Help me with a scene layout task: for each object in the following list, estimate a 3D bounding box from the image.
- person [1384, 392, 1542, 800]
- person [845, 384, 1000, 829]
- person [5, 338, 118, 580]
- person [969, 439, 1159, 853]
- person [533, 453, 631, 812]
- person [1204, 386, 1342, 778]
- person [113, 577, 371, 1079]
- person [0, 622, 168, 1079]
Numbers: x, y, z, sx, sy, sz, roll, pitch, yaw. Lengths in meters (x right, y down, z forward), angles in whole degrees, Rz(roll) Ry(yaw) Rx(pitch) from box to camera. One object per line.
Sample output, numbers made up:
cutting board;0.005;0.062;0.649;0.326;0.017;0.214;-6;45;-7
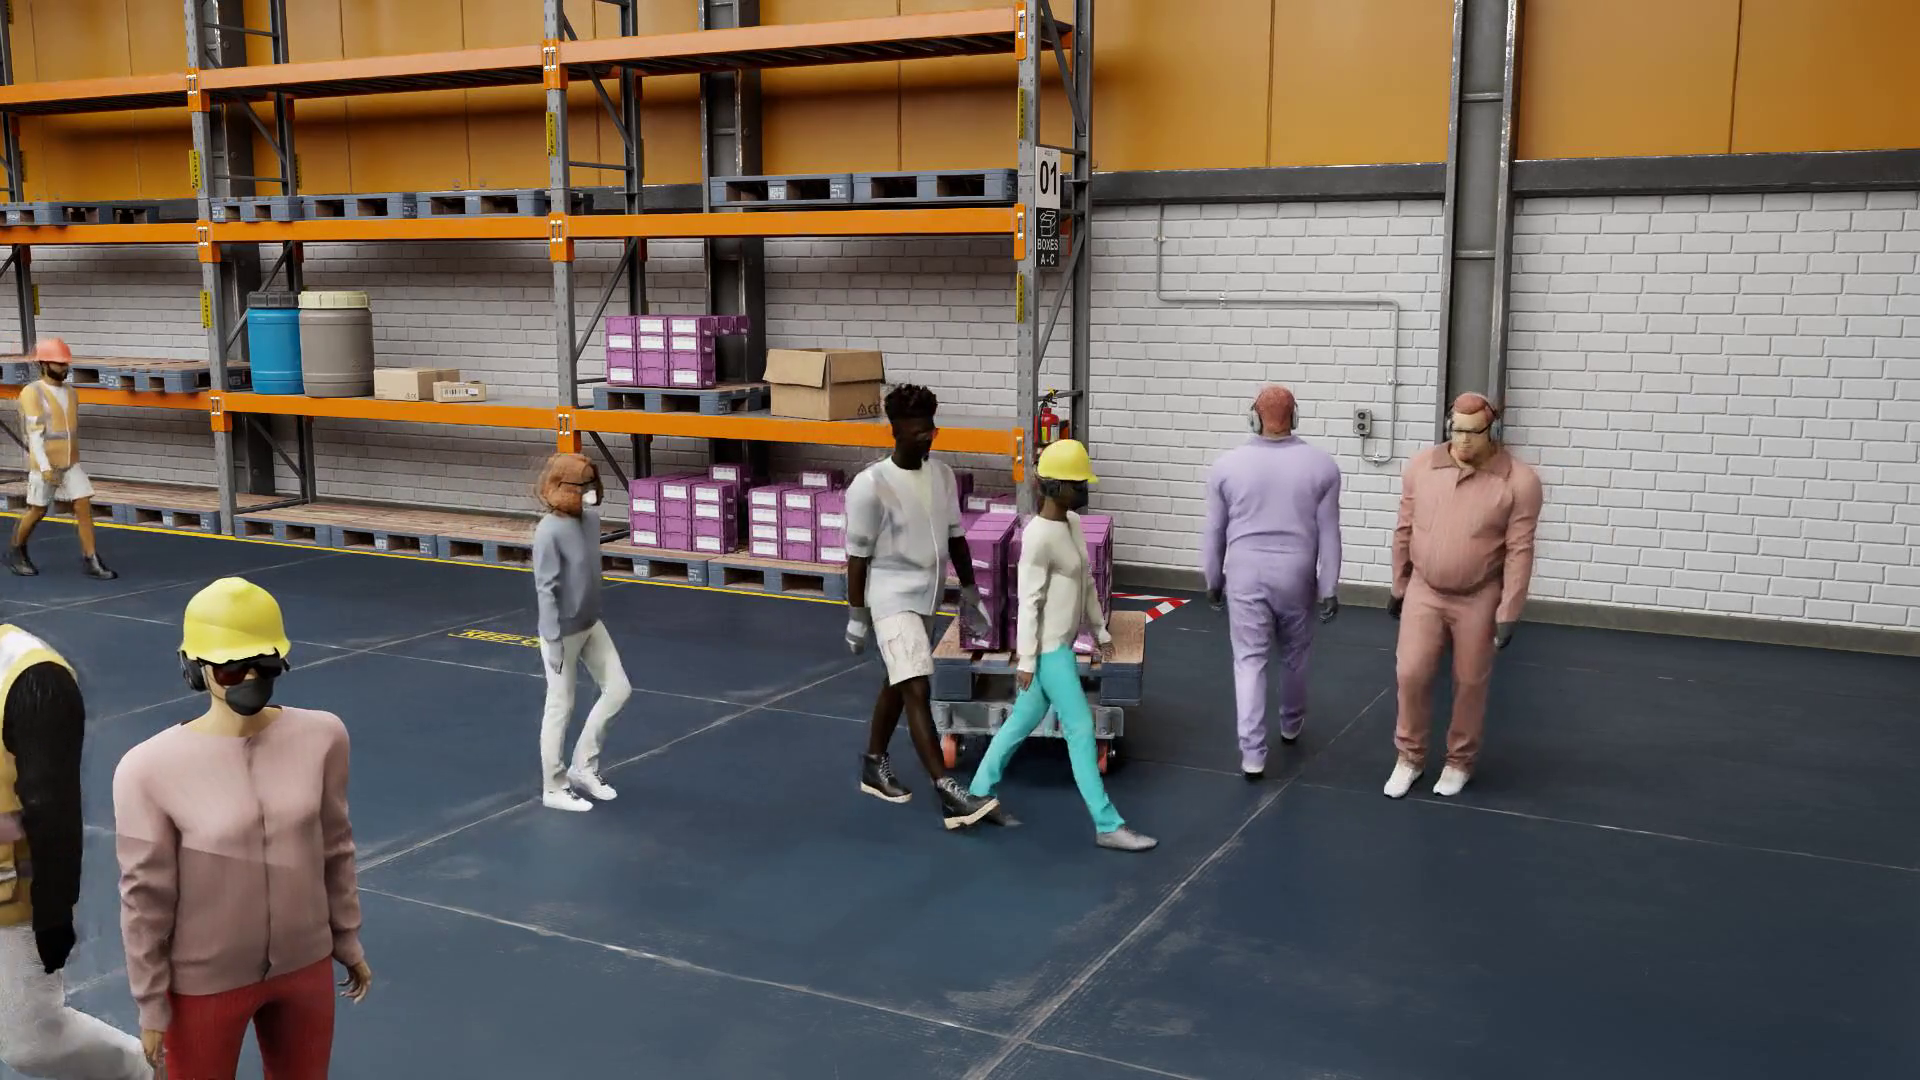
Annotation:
person;2.231;0.273;7.501;0.688;1.869;0.636;5;11;30
person;-0.139;0.282;7.286;0.981;1.917;0.610;7;12;38
person;-7.101;-0.627;12.988;0.978;1.904;0.540;3;10;19
person;0.395;0.429;6.996;0.899;1.723;0.534;3;10;19
person;-1.698;0.417;7.360;0.440;1.614;0.521;3;10;18
person;1.522;0.178;8.144;0.655;1.845;1.015;2;9;11
person;-1.540;0.948;3.645;0.329;1.767;0.528;8;12;41
person;-2.397;0.848;4.135;0.648;1.815;0.770;3;10;15
